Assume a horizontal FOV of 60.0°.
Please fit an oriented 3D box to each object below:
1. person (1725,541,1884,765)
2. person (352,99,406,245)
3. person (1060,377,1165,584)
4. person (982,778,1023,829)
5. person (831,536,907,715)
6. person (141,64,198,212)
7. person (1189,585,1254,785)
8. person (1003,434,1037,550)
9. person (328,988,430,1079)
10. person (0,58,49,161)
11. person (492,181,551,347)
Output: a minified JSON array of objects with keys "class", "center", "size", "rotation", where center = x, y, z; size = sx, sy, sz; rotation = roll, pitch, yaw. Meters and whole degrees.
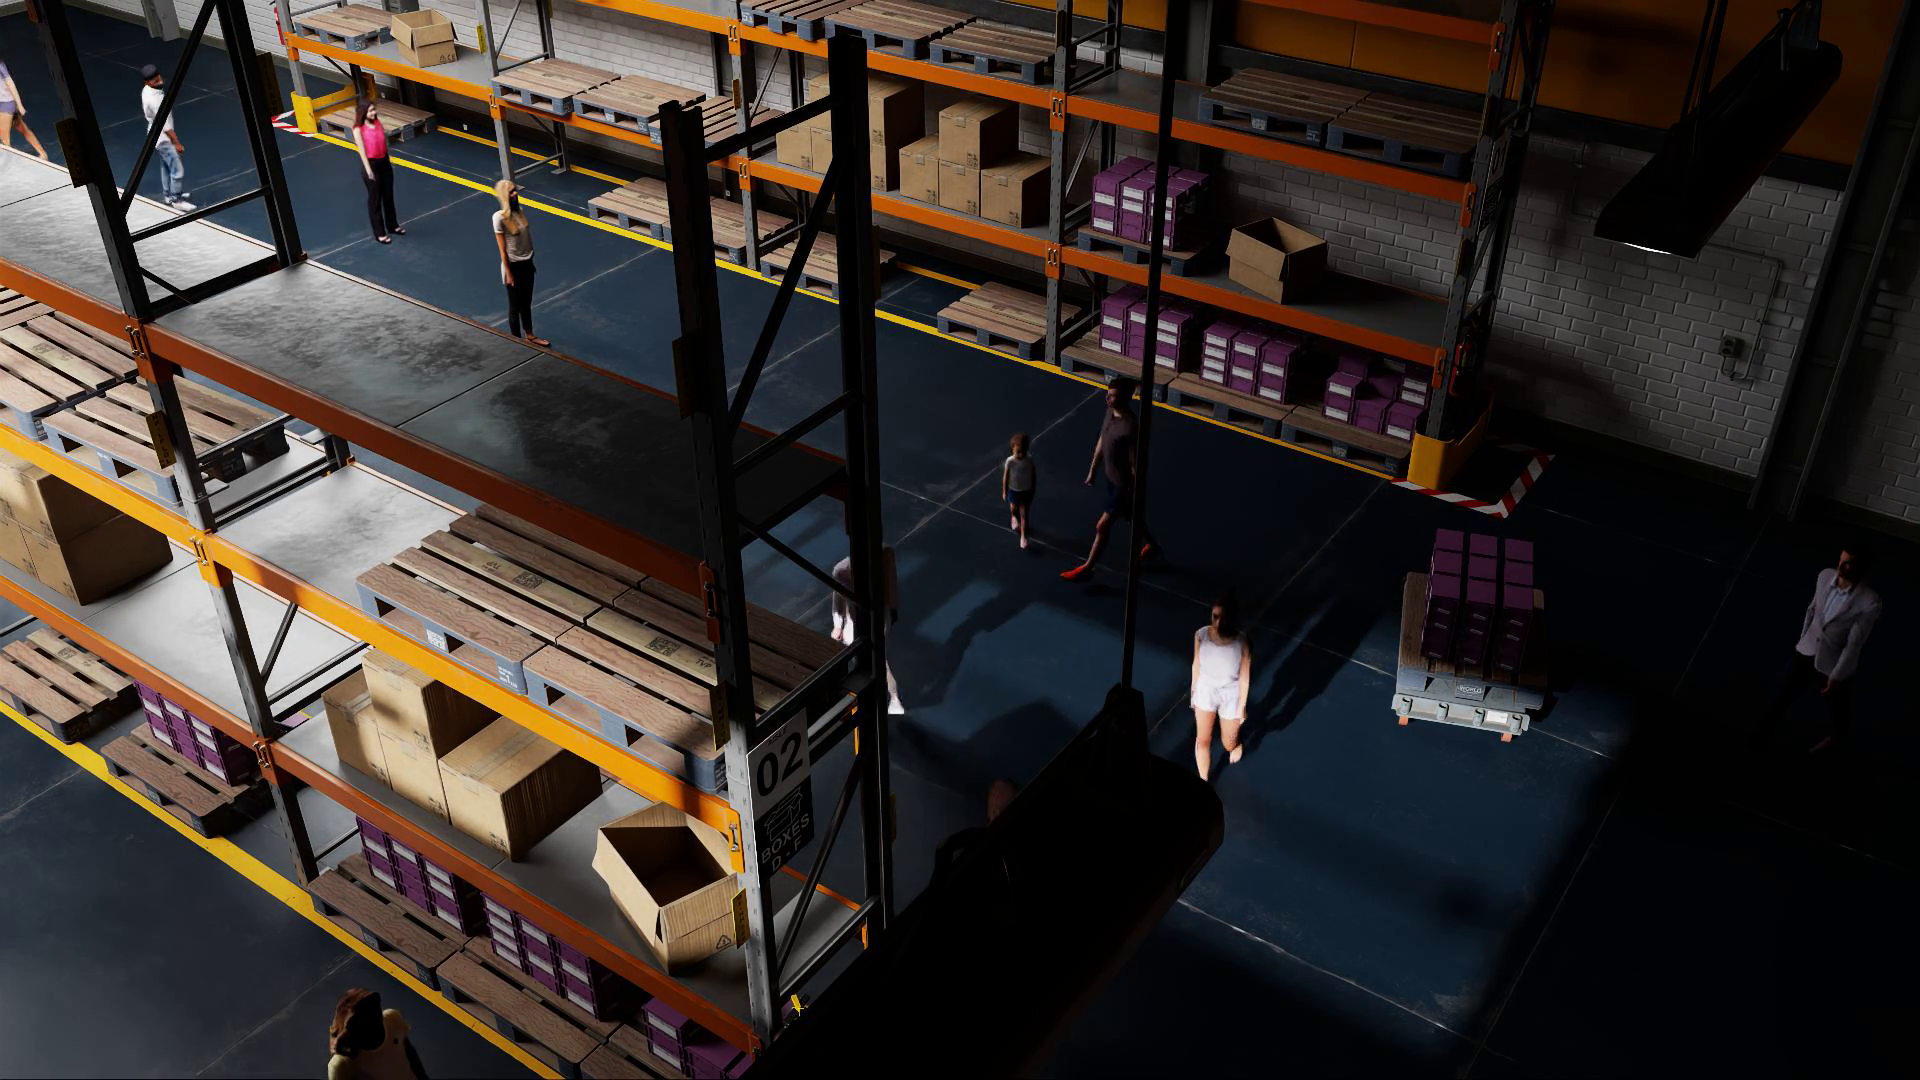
[{"class":"person","center":[6.010,0.804,11.391],"size":[1.115,1.803,1.233],"rotation":[-15,36,-21]},{"class":"person","center":[-6.715,-4.263,19.145],"size":[0.564,1.659,0.613],"rotation":[15,36,21]},{"class":"person","center":[1.372,-0.486,13.333],"size":[1.159,1.801,1.206],"rotation":[-11,35,-16]},{"class":"person","center":[0.148,2.007,9.752],"size":[0.901,1.615,0.596],"rotation":[20,39,27]},{"class":"person","center":[-0.611,0.604,11.671],"size":[0.751,1.827,0.794],"rotation":[-25,41,-33]},{"class":"person","center":[-9.524,-4.803,19.856],"size":[0.892,1.771,0.741],"rotation":[-26,42,-33]},{"class":"person","center":[1.790,1.011,11.265],"size":[0.745,1.598,0.701],"rotation":[16,37,23]},{"class":"person","center":[0.500,-0.470,14.039],"size":[0.721,0.995,0.746],"rotation":[-2,34,-3]},{"class":"person","center":[-2.973,2.857,8.396],"size":[0.918,1.700,0.752],"rotation":[13,36,19]},{"class":"person","center":[-11.947,-5.495,20.979],"size":[1.047,1.681,0.713],"rotation":[18,38,25]},{"class":"person","center":[-4.455,-2.735,16.694],"size":[0.614,1.827,0.652],"rotation":[11,35,16]}]
